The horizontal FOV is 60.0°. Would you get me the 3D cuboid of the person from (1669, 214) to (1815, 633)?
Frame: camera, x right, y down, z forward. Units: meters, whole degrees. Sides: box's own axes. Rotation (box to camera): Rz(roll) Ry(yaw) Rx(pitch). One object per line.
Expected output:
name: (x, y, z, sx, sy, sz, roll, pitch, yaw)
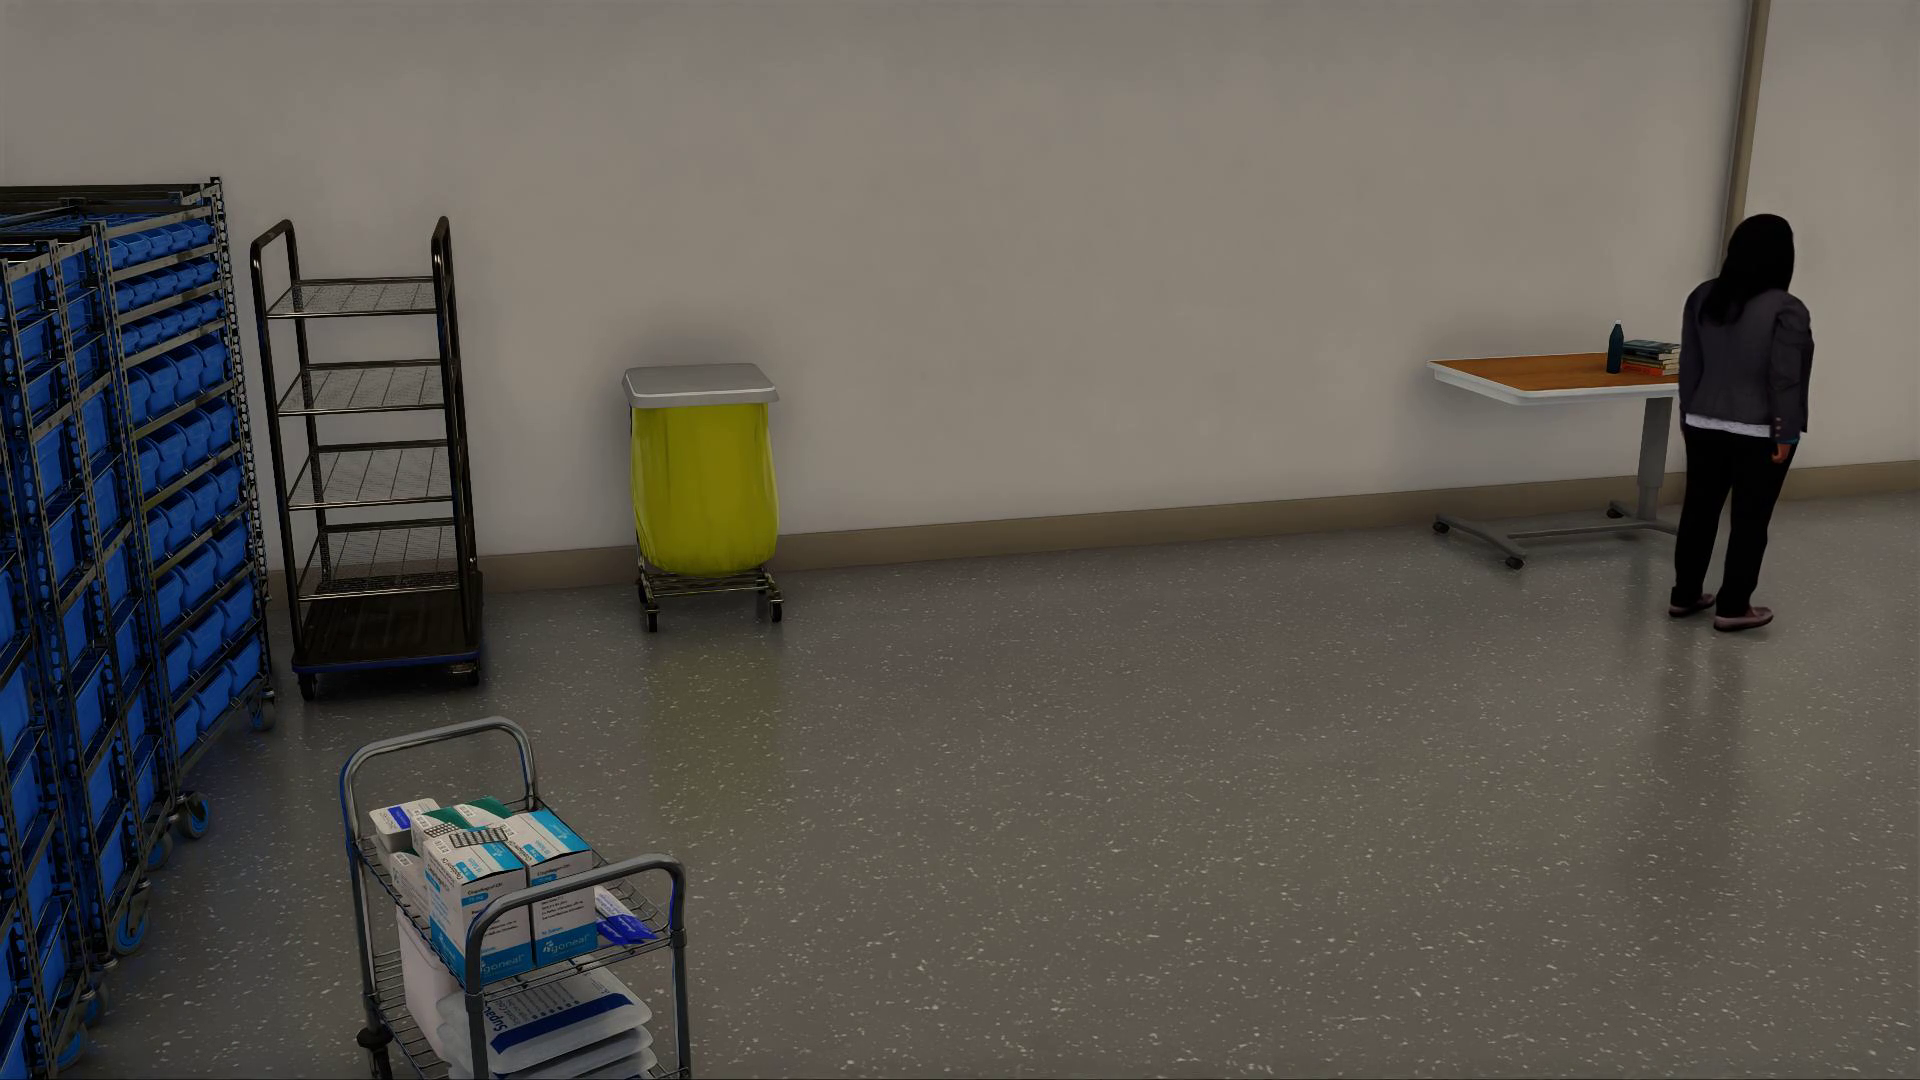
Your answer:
person: (2.998, -0.446, 6.408, 0.741, 1.598, 0.739, -9, 18, -29)
